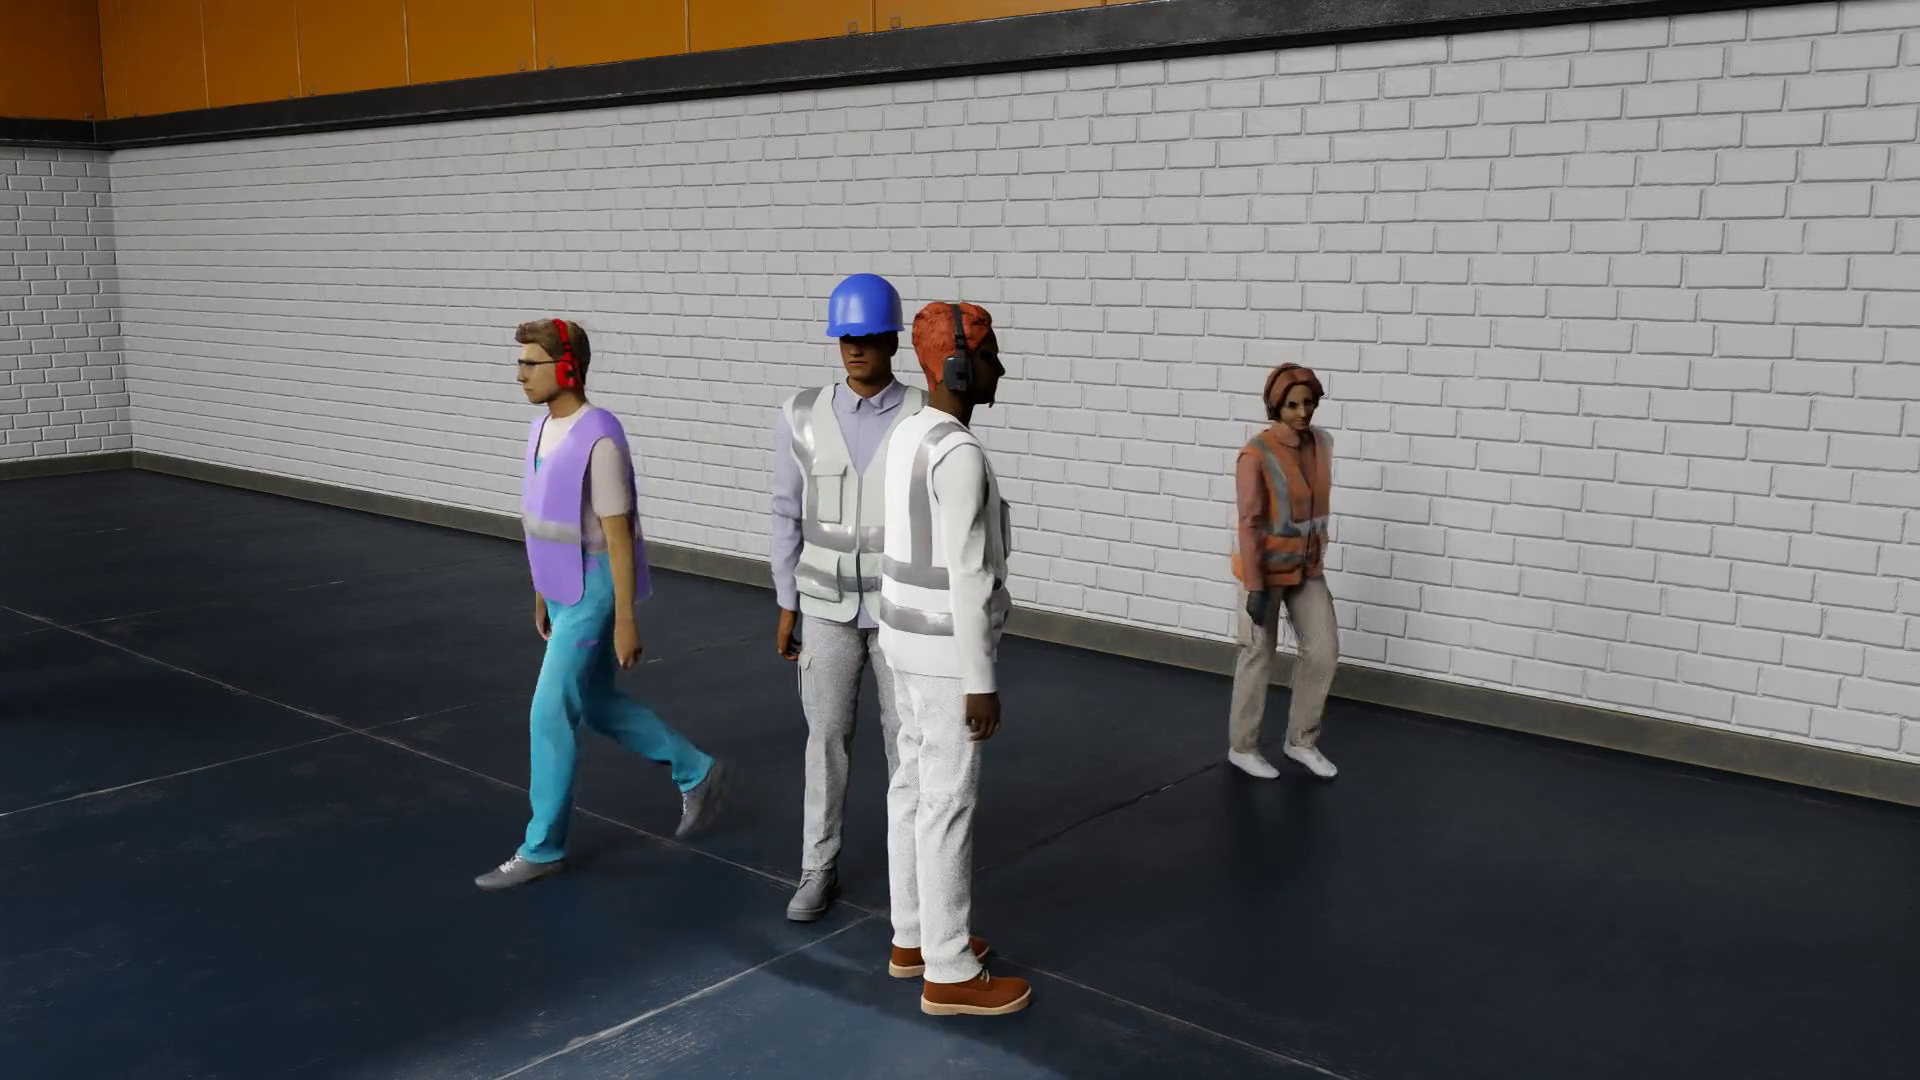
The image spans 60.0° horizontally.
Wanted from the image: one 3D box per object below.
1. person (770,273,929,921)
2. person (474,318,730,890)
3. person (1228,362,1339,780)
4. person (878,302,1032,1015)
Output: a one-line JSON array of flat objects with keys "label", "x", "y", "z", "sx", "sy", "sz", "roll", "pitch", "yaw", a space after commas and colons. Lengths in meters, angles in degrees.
[{"label": "person", "x": -0.268, "y": 0.188, "z": 4.974, "sx": 0.605, "sy": 1.949, "sz": 0.401, "roll": 1, "pitch": 10, "yaw": 8}, {"label": "person", "x": -1.164, "y": 0.184, "z": 5.398, "sx": 0.853, "sy": 1.816, "sz": 0.575, "roll": -6, "pitch": 12, "yaw": -31}, {"label": "person", "x": 1.181, "y": 0.137, "z": 6.220, "sx": 0.525, "sy": 1.604, "sz": 0.504, "roll": -7, "pitch": 12, "yaw": -36}, {"label": "person", "x": -0.032, "y": 0.314, "z": 4.446, "sx": 0.362, "sy": 1.882, "sz": 0.575, "roll": -3, "pitch": 10, "yaw": -17}]
